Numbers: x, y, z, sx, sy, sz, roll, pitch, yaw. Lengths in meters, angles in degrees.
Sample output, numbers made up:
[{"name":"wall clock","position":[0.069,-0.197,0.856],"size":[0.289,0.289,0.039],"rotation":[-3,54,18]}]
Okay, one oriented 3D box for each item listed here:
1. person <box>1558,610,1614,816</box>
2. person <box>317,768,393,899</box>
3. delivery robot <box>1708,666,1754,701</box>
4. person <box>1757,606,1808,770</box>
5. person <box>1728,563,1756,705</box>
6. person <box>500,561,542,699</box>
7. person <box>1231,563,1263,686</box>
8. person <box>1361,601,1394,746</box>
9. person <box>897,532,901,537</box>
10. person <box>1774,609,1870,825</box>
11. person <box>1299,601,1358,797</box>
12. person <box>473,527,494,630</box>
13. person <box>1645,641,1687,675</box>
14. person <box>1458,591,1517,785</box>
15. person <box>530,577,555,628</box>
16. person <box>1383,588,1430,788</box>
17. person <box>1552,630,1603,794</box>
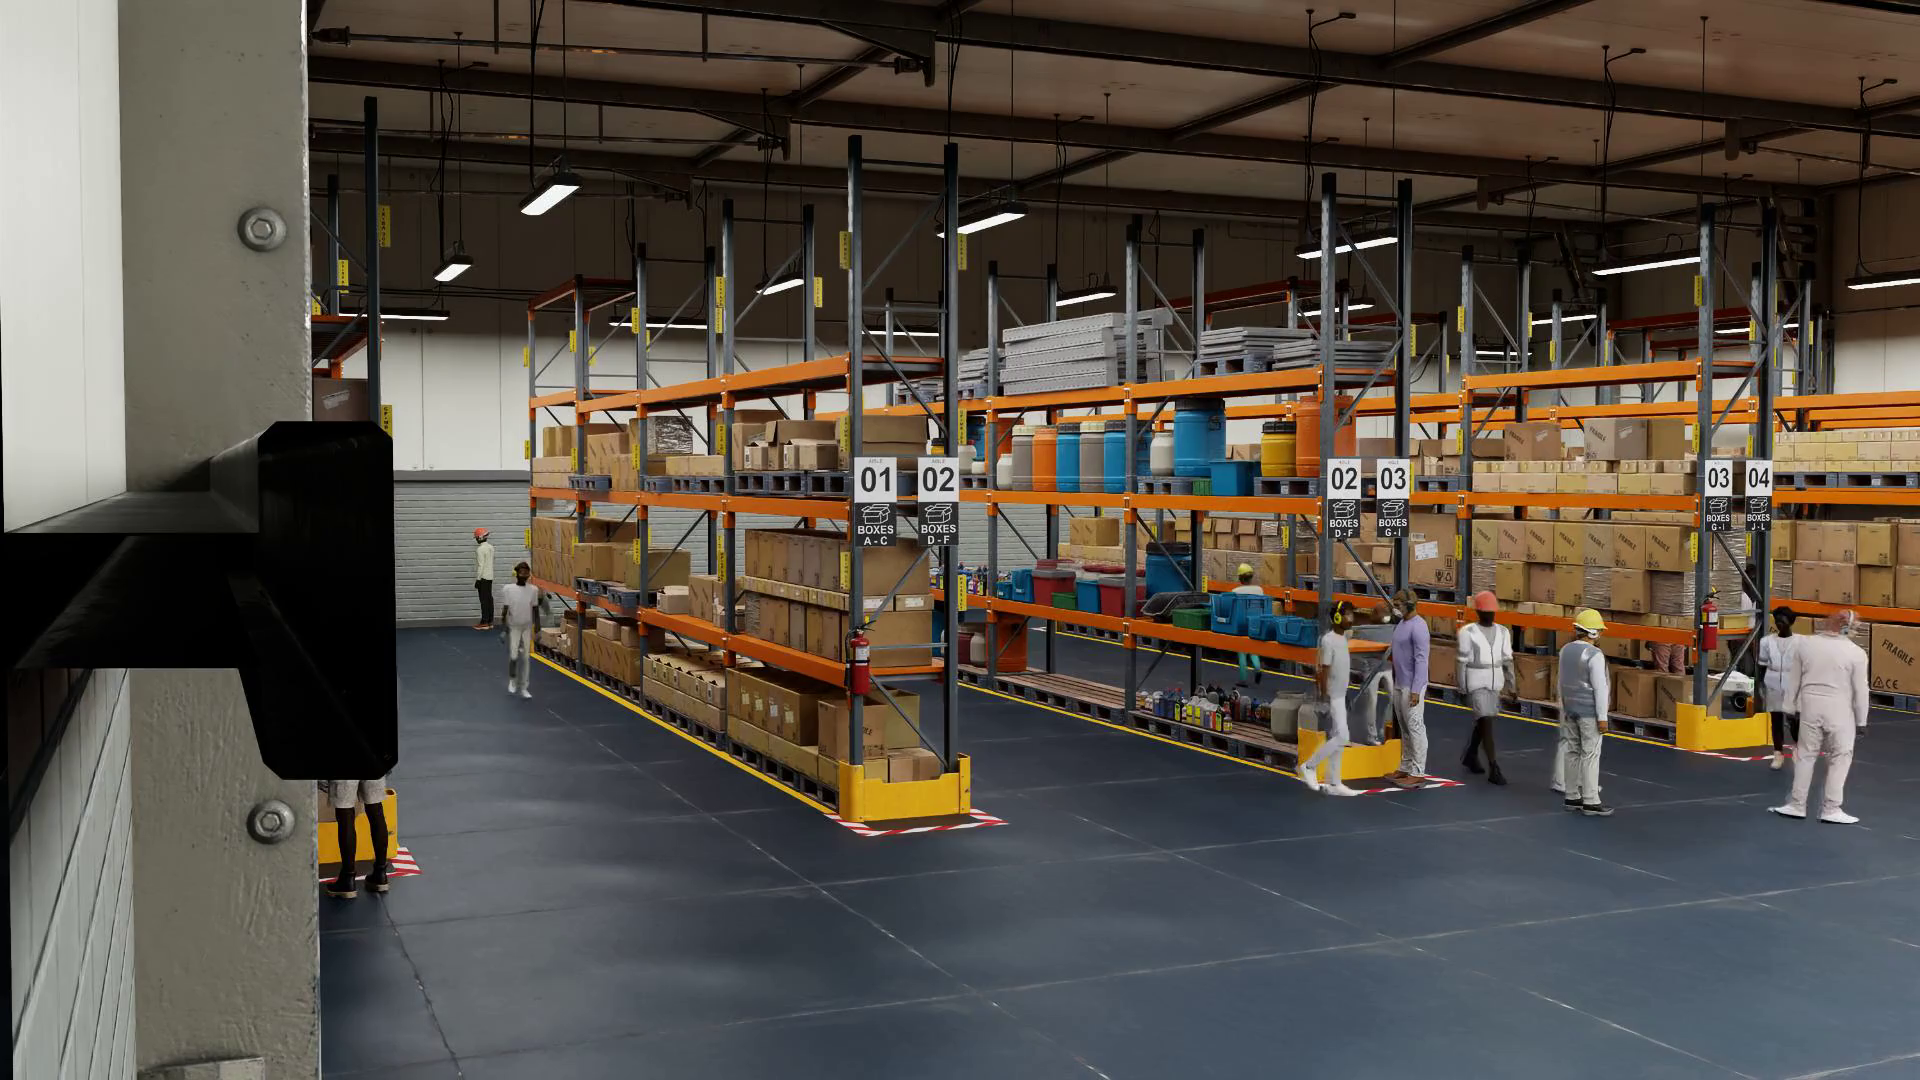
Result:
[{"name":"person","position":[5.646,1.538,16.123],"size":[0.404,1.828,0.603],"rotation":[-1,2,-16]},{"name":"person","position":[-4.396,1.590,13.016],"size":[0.362,1.963,0.614],"rotation":[2,3,40]},{"name":"delivery robot","position":[9.974,1.872,23.150],"size":[0.477,0.478,0.707],"rotation":[-2,3,-41]},{"name":"person","position":[8.473,1.518,18.419],"size":[0.550,1.683,0.366],"rotation":[2,3,40]},{"name":"person","position":[10.271,1.240,23.436],"size":[0.596,1.881,0.543],"rotation":[0,2,-8]},{"name":"person","position":[-5.940,1.215,24.232],"size":[0.564,1.857,0.422],"rotation":[-1,2,-28]},{"name":"person","position":[4.078,1.211,25.535],"size":[0.542,1.755,0.376],"rotation":[-1,2,-19]},{"name":"person","position":[4.700,1.495,20.029],"size":[0.517,1.622,0.393],"rotation":[-1,2,-16]},{"name":"person","position":[-1.343,0.774,35.399],"size":[0.797,1.881,0.655],"rotation":[0,2,-9]},{"name":"person","position":[7.593,1.536,15.776],"size":[0.403,1.869,0.798],"rotation":[-2,3,-39]},{"name":"person","position":[3.546,1.496,17.004],"size":[0.452,1.852,0.495],"rotation":[1,2,28]},{"name":"person","position":[-9.283,0.743,34.885],"size":[0.388,1.987,0.608],"rotation":[0,2,7]},{"name":"person","position":[9.058,1.238,22.973],"size":[0.652,1.906,0.404],"rotation":[-1,2,-19]},{"name":"person","position":[5.263,1.450,17.996],"size":[0.572,1.900,0.949],"rotation":[-1,2,-15]},{"name":"person","position":[-7.249,0.933,31.277],"size":[0.837,1.877,0.644],"rotation":[-1,2,-25]},{"name":"person","position":[4.382,1.435,17.501],"size":[0.372,1.934,0.627],"rotation":[0,2,-5]},{"name":"person","position":[5.853,1.612,16.959],"size":[0.516,1.609,0.533],"rotation":[2,3,41]}]
